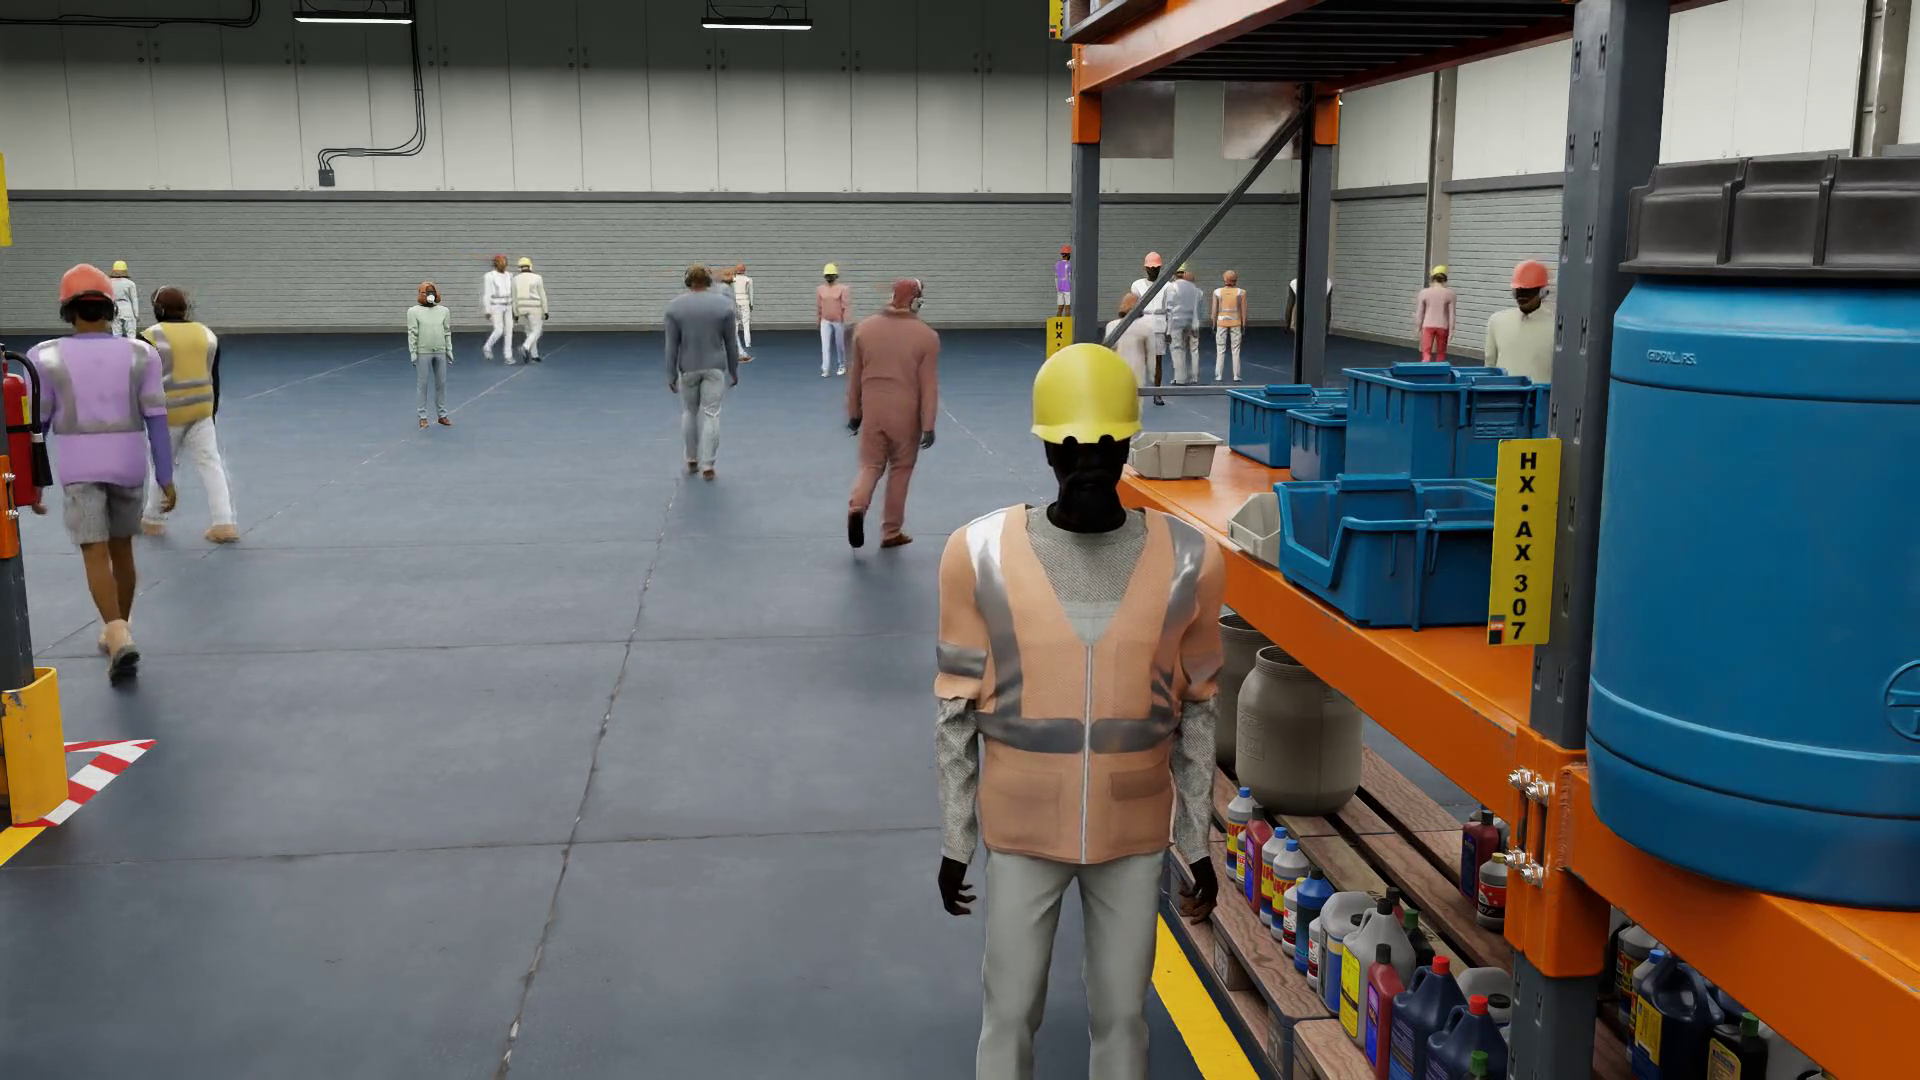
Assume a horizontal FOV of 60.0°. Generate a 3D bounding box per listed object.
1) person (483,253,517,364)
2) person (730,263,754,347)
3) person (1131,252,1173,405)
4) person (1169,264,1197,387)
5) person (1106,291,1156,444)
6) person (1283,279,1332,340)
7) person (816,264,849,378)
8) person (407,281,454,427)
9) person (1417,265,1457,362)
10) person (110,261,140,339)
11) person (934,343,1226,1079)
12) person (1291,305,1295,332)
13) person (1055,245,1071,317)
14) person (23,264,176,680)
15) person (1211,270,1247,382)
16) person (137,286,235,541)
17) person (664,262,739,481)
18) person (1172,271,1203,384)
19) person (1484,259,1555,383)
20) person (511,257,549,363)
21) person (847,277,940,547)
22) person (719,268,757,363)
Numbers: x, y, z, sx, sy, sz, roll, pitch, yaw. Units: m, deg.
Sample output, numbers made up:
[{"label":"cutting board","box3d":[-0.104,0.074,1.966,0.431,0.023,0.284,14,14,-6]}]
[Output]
[{"label":"person","box3d":[-7.754,-3.893,28.007,0.574,1.868,0.582,8,13,37]},{"label":"person","box3d":[-4.250,-4.541,32.200,0.509,1.629,0.316,-1,10,-7]},{"label":"person","box3d":[2.430,-2.672,21.098,0.542,1.939,0.368,0,10,1]},{"label":"person","box3d":[3.010,-3.009,23.316,0.586,1.803,0.556,-10,14,-43]},{"label":"person","box3d":[1.629,-1.592,16.094,0.508,1.613,0.680,4,11,20]},{"label":"person","box3d":[4.846,-3.006,23.140,0.603,1.870,1.001,-1,10,-4]},{"label":"person","box3d":[-1.945,-3.374,25.535,0.532,1.725,0.883,2,10,9]},{"label":"person","box3d":[-5.956,-2.089,18.741,0.507,1.632,0.275,-9,14,-41]},{"label":"person","box3d":[6.655,-2.964,23.262,0.527,1.749,0.724,3,11,16]},{"label":"person","box3d":[-13.717,-3.701,27.277,0.492,1.742,0.321,-1,10,-7]},{"label":"person","box3d":[0.240,0.570,3.353,0.585,1.929,0.371,-1,10,-3]},{"label":"person","box3d":[5.207,-3.284,24.778,0.542,1.825,0.700,2,11,12]},{"label":"person","box3d":[2.342,-5.535,36.790,0.349,1.942,0.545,-9,14,-41]},{"label":"person","box3d":[-4.193,-0.340,8.147,0.627,2.013,0.990,-8,13,-38]},{"label":"person","box3d":[3.972,-3.152,24.558,0.523,1.637,0.306,2,10,10]},{"label":"person","box3d":[-5.487,-0.882,11.716,0.975,1.791,0.648,7,12,32]},{"label":"person","box3d":[-2.289,-1.509,14.844,0.636,1.901,0.948,-1,10,-4]},{"label":"person","box3d":[3.291,-3.077,24.131,0.514,1.645,0.307,-4,11,-19]},{"label":"person","box3d":[3.823,-0.905,11.286,0.639,1.977,0.439,8,13,38]},{"label":"person","box3d":[-7.284,-3.850,27.984,0.630,1.787,0.705,3,11,17]},{"label":"person","box3d":[-0.480,-0.832,11.229,0.690,1.872,0.686,4,11,23]},{"label":"person","box3d":[-3.805,-3.766,28.014,0.818,1.589,0.526,2,10,9]}]
